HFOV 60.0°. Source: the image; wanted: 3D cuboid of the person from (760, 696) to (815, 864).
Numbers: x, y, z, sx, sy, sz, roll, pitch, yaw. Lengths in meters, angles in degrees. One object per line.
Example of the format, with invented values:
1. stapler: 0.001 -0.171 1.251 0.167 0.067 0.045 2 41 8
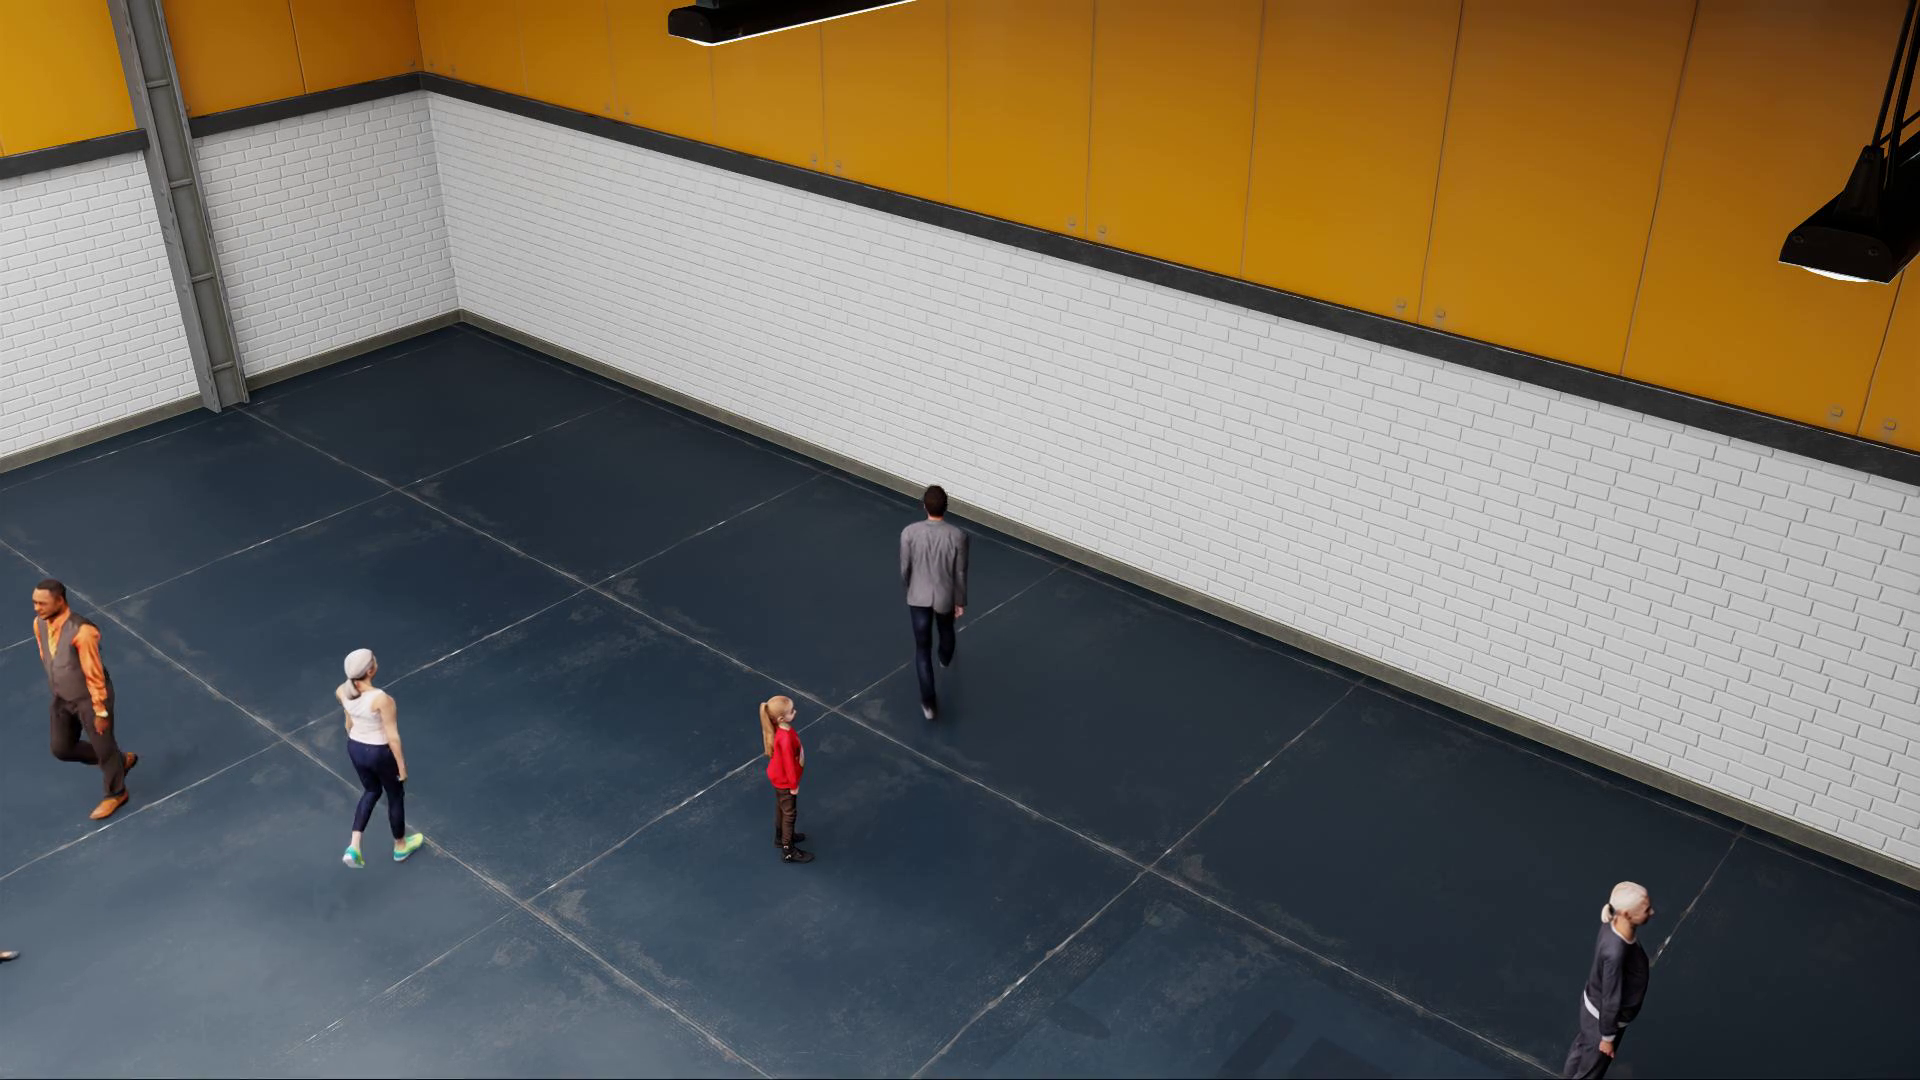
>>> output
1. person: -1.186 1.605 11.323 0.619 1.281 0.581 -9 30 -16

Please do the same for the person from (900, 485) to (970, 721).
1. person: -0.212 0.520 12.768 1.197 1.803 1.290 -1 29 -2

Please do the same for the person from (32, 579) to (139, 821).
1. person: -6.082 1.062 11.673 0.831 1.900 0.882 11 30 19

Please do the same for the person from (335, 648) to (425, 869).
1. person: -3.954 1.507 11.076 0.784 1.689 0.962 10 30 18

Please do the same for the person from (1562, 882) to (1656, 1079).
1. person: 3.526 2.563 9.102 0.735 1.725 0.588 9 30 16
